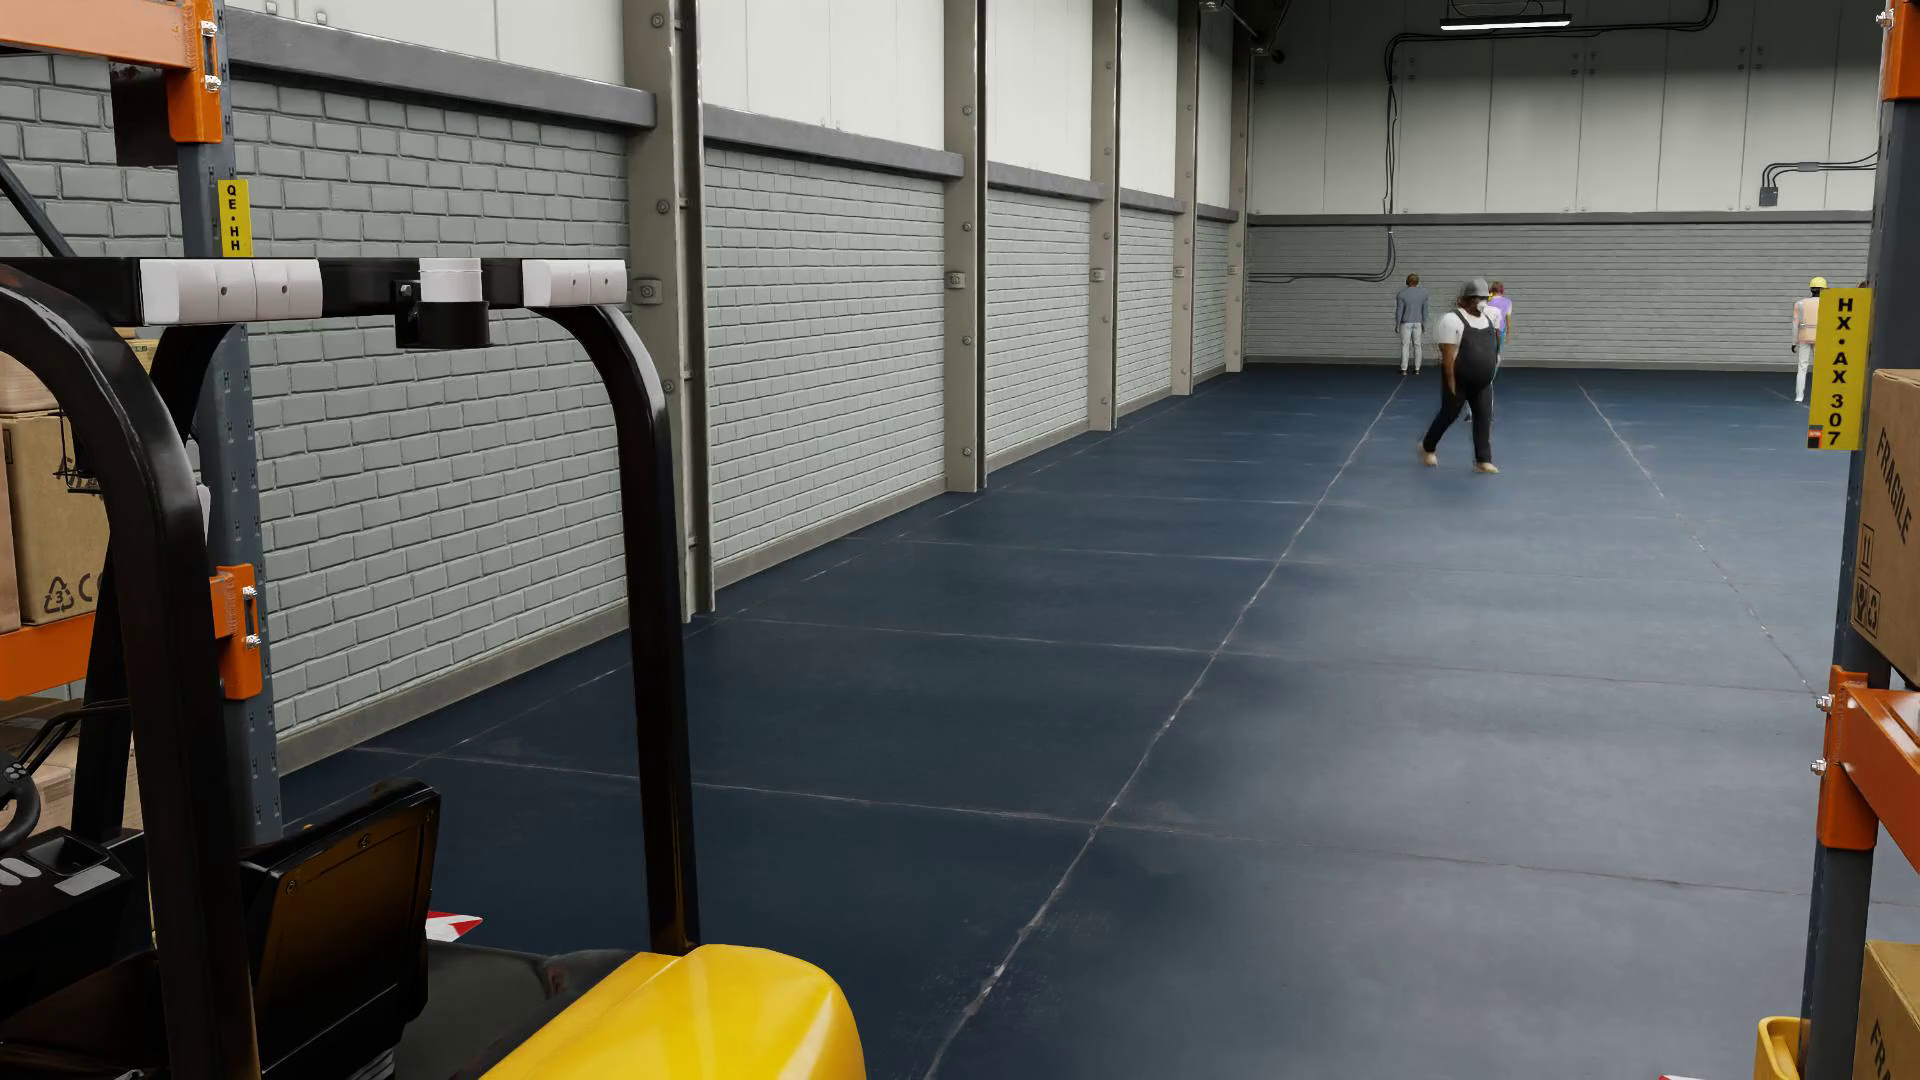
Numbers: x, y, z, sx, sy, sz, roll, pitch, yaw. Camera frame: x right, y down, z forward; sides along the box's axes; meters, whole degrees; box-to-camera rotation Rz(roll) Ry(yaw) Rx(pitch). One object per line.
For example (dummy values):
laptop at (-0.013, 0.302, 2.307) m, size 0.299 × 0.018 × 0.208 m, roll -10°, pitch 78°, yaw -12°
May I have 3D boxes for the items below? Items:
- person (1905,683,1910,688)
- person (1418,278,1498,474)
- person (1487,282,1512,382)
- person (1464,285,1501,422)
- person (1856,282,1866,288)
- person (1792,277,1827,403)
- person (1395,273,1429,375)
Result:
person at (5.035, -0.139, 8.168) m, size 0.400 × 1.907 × 0.645 m, roll -3°, pitch 10°, yaw -18°
person at (5.196, -1.729, 17.235) m, size 0.675 × 2.000 × 0.922 m, roll -4°, pitch 10°, yaw -21°
person at (9.680, -3.774, 30.144) m, size 0.567 × 1.802 × 0.968 m, roll 1°, pitch 10°, yaw 6°
person at (7.028, -2.514, 22.440) m, size 0.532 × 1.863 × 0.311 m, roll 3°, pitch 10°, yaw 16°
person at (14.068, -3.109, 26.039) m, size 0.531 × 1.850 × 0.469 m, roll 0°, pitch 10°, yaw -1°
person at (13.067, -3.056, 25.486) m, size 0.590 × 1.923 × 0.383 m, roll 6°, pitch 11°, yaw 33°
person at (8.620, -4.122, 31.791) m, size 0.629 × 1.940 × 0.372 m, roll -1°, pitch 10°, yaw -6°
